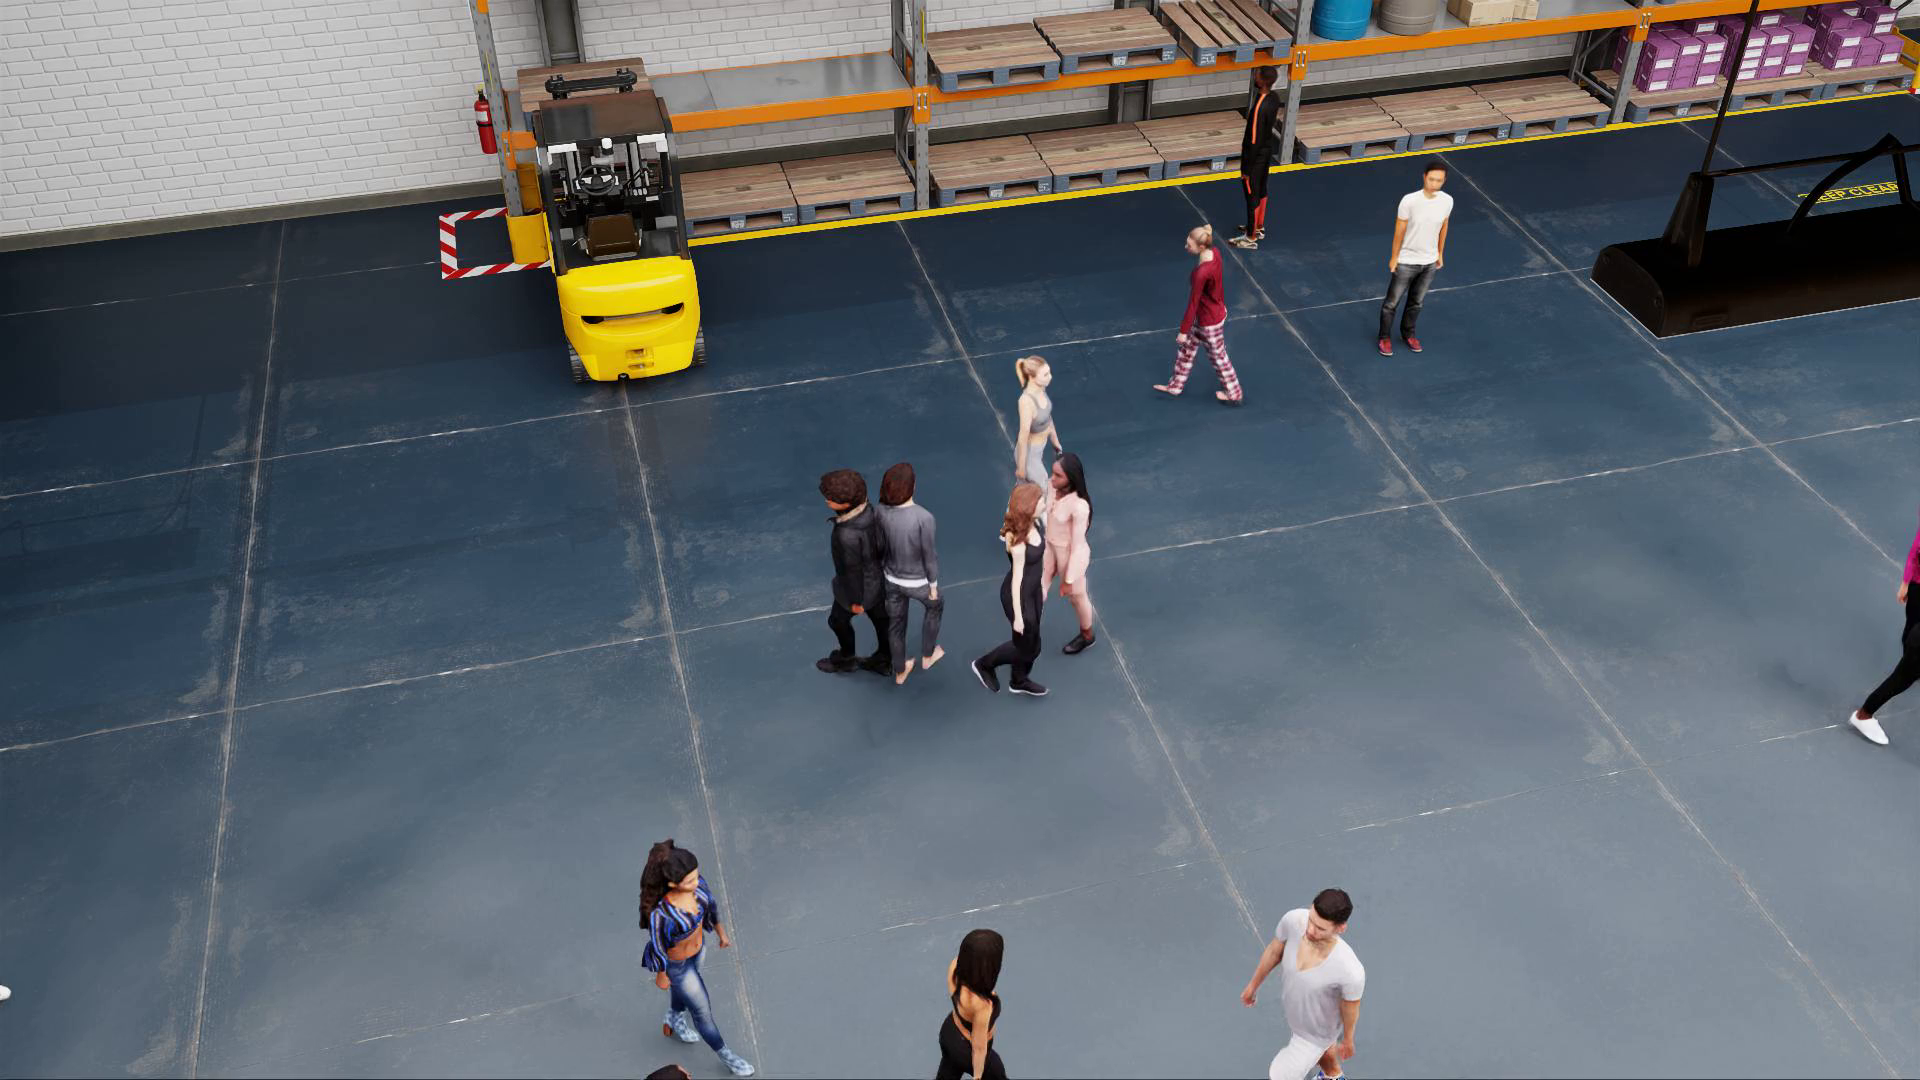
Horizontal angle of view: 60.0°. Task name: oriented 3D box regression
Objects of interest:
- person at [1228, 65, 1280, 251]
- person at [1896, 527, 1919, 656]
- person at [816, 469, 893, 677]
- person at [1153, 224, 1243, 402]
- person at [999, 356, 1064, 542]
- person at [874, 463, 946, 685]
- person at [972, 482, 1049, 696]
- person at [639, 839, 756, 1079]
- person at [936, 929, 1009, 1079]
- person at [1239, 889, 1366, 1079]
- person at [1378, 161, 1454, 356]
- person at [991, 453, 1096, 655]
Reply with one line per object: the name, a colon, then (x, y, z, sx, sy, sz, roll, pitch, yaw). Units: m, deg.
person: (2.847, -3.669, 15.906, 0.755, 1.808, 0.700, 19, 42, 22)
person: (6.513, 0.257, 11.103, 0.766, 1.676, 0.823, 20, 43, 23)
person: (-0.593, 0.287, 11.003, 0.923, 1.743, 0.853, 11, 40, 14)
person: (2.133, -1.833, 13.729, 1.092, 1.653, 0.915, 13, 40, 15)
person: (0.446, -0.630, 12.202, 0.995, 1.680, 0.820, 7, 39, 9)
person: (-0.368, 0.287, 10.988, 0.768, 1.762, 0.837, 13, 40, 15)
person: (0.321, 0.342, 10.948, 0.878, 1.726, 0.791, 11, 40, 13)
person: (-1.506, 2.162, 8.771, 0.993, 1.599, 0.914, 17, 42, 20)
person: (-0.032, 2.556, 8.270, 1.066, 1.609, 0.745, -21, 43, -24)
person: (1.849, 2.347, 8.375, 1.237, 1.804, 0.836, -16, 41, -20)
person: (3.944, -2.455, 14.400, 0.488, 1.799, 0.713, -7, 39, -8)
person: (0.778, 0.110, 11.264, 1.071, 1.694, 0.826, -20, 43, -23)
